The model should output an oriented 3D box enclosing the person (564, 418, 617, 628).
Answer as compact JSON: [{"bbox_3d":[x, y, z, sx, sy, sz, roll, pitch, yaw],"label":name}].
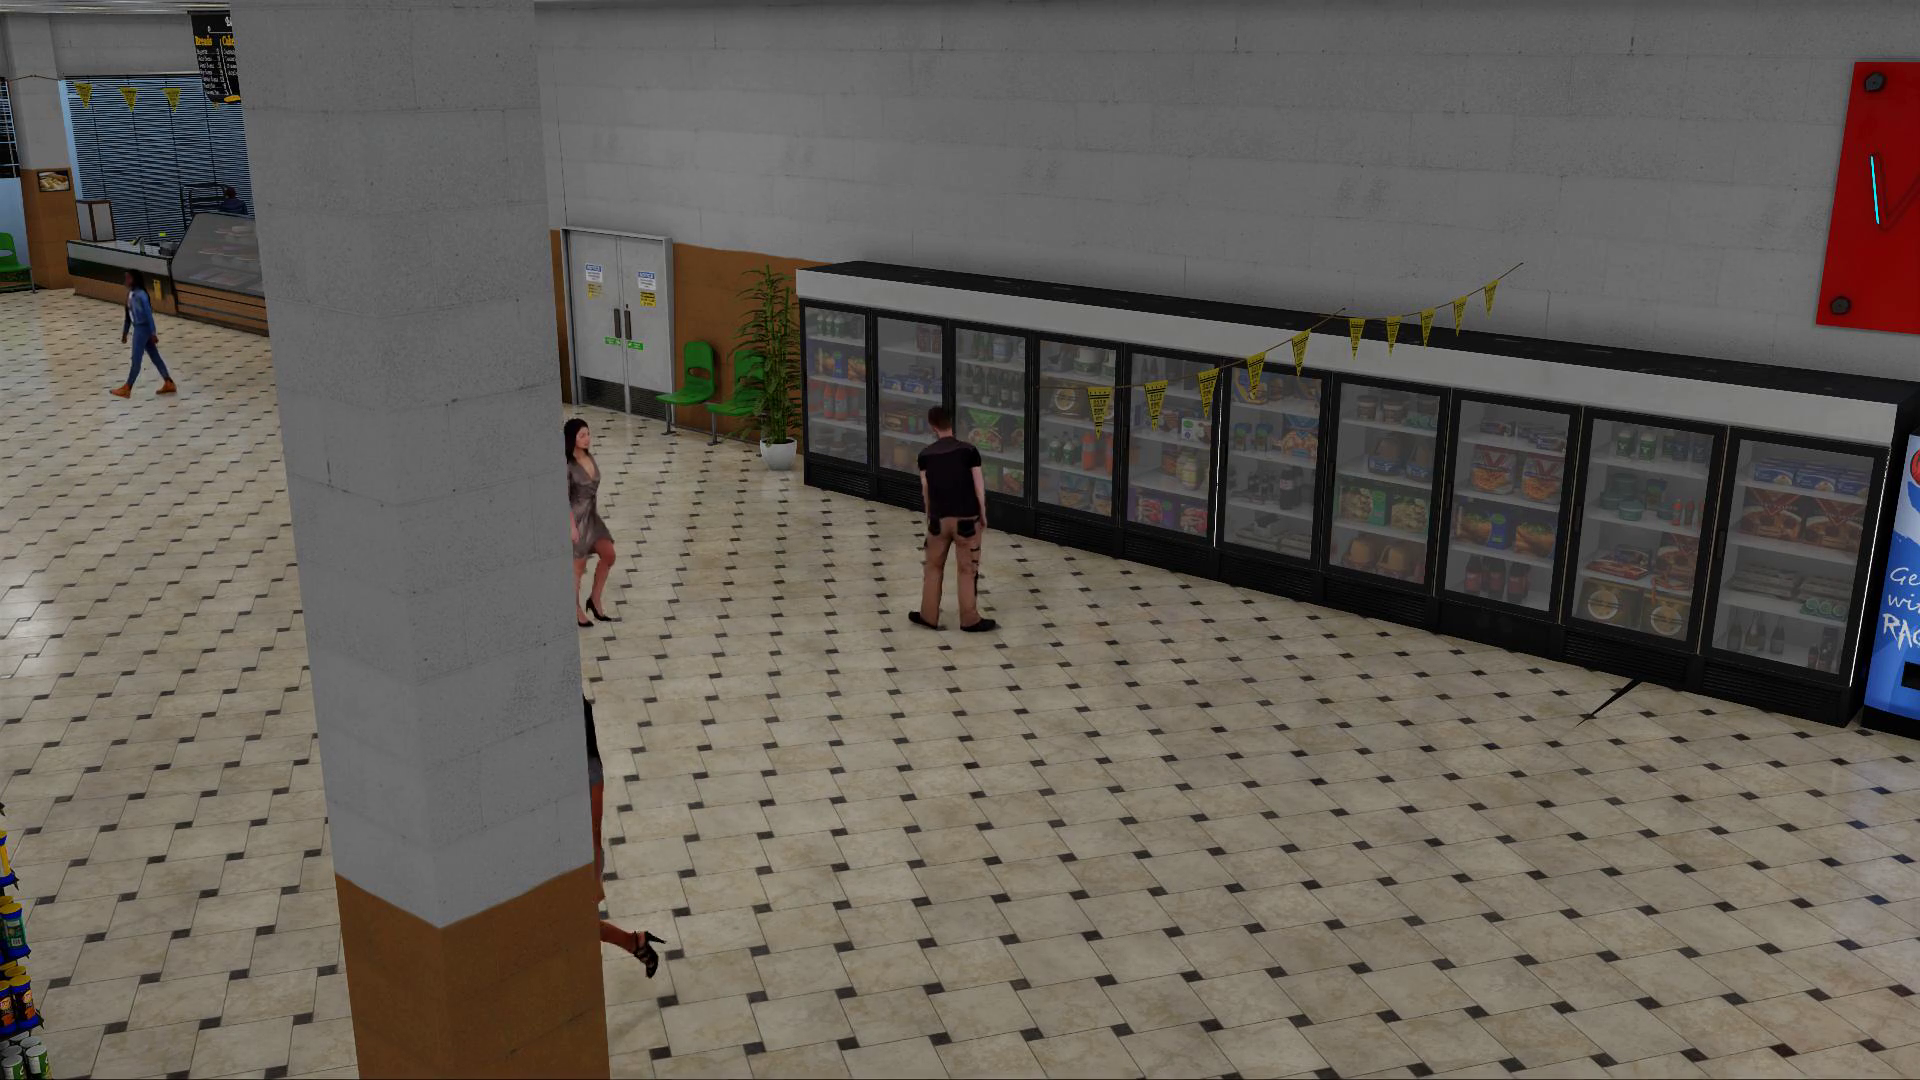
[{"bbox_3d":[-3.094,-0.131,13.312,0.747,1.732,0.633,8,19,24],"label":"person"}]

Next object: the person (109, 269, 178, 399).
[{"bbox_3d":[-10.650,-2.712,21.909,0.697,1.676,1.118,16,23,42],"label":"person"}]

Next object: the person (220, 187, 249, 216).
[{"bbox_3d":[-14.052,-5.944,32.296,0.677,1.824,0.812,-9,19,-28],"label":"person"}]

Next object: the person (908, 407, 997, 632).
[{"bbox_3d":[-0.018,-0.156,13.256,0.934,1.812,0.770,12,21,35],"label":"person"}]
